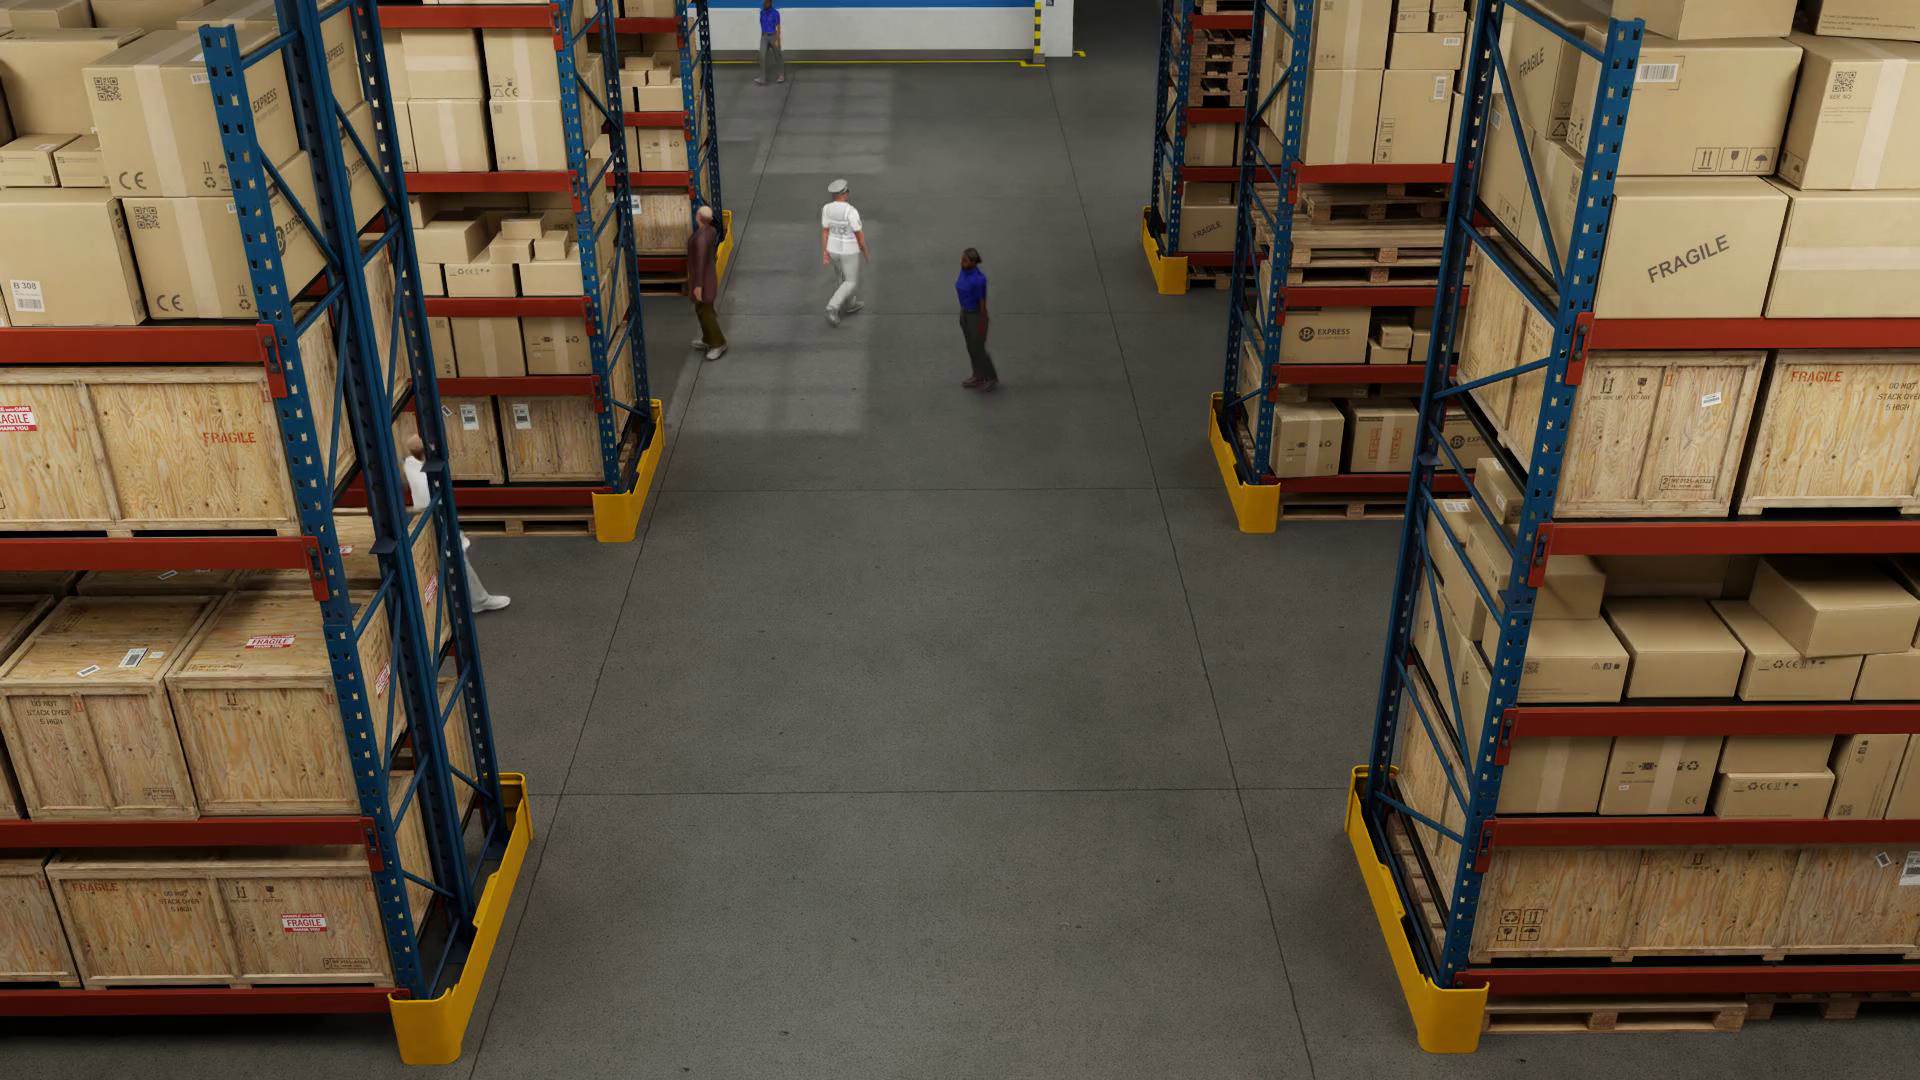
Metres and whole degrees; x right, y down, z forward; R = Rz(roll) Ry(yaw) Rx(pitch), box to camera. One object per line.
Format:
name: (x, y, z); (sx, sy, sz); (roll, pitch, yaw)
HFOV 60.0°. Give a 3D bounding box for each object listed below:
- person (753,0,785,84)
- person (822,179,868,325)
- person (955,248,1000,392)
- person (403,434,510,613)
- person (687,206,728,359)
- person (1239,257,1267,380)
person: (-3.652, -9.554, 31.767); (0.493, 1.634, 0.820); (11, 30, 19)
person: (-1.430, -3.586, 20.576); (0.543, 1.760, 0.923); (19, 33, 31)
person: (0.191, -2.489, 18.646); (0.454, 1.669, 0.453); (-14, 31, -24)
person: (-4.471, -0.109, 14.110); (1.058, 1.747, 0.660); (-17, 33, -28)
person: (-3.016, -3.039, 19.542); (0.464, 1.779, 0.655); (2, 28, 3)
person: (3.591, -2.659, 18.806); (0.642, 1.788, 0.600); (19, 34, 32)
